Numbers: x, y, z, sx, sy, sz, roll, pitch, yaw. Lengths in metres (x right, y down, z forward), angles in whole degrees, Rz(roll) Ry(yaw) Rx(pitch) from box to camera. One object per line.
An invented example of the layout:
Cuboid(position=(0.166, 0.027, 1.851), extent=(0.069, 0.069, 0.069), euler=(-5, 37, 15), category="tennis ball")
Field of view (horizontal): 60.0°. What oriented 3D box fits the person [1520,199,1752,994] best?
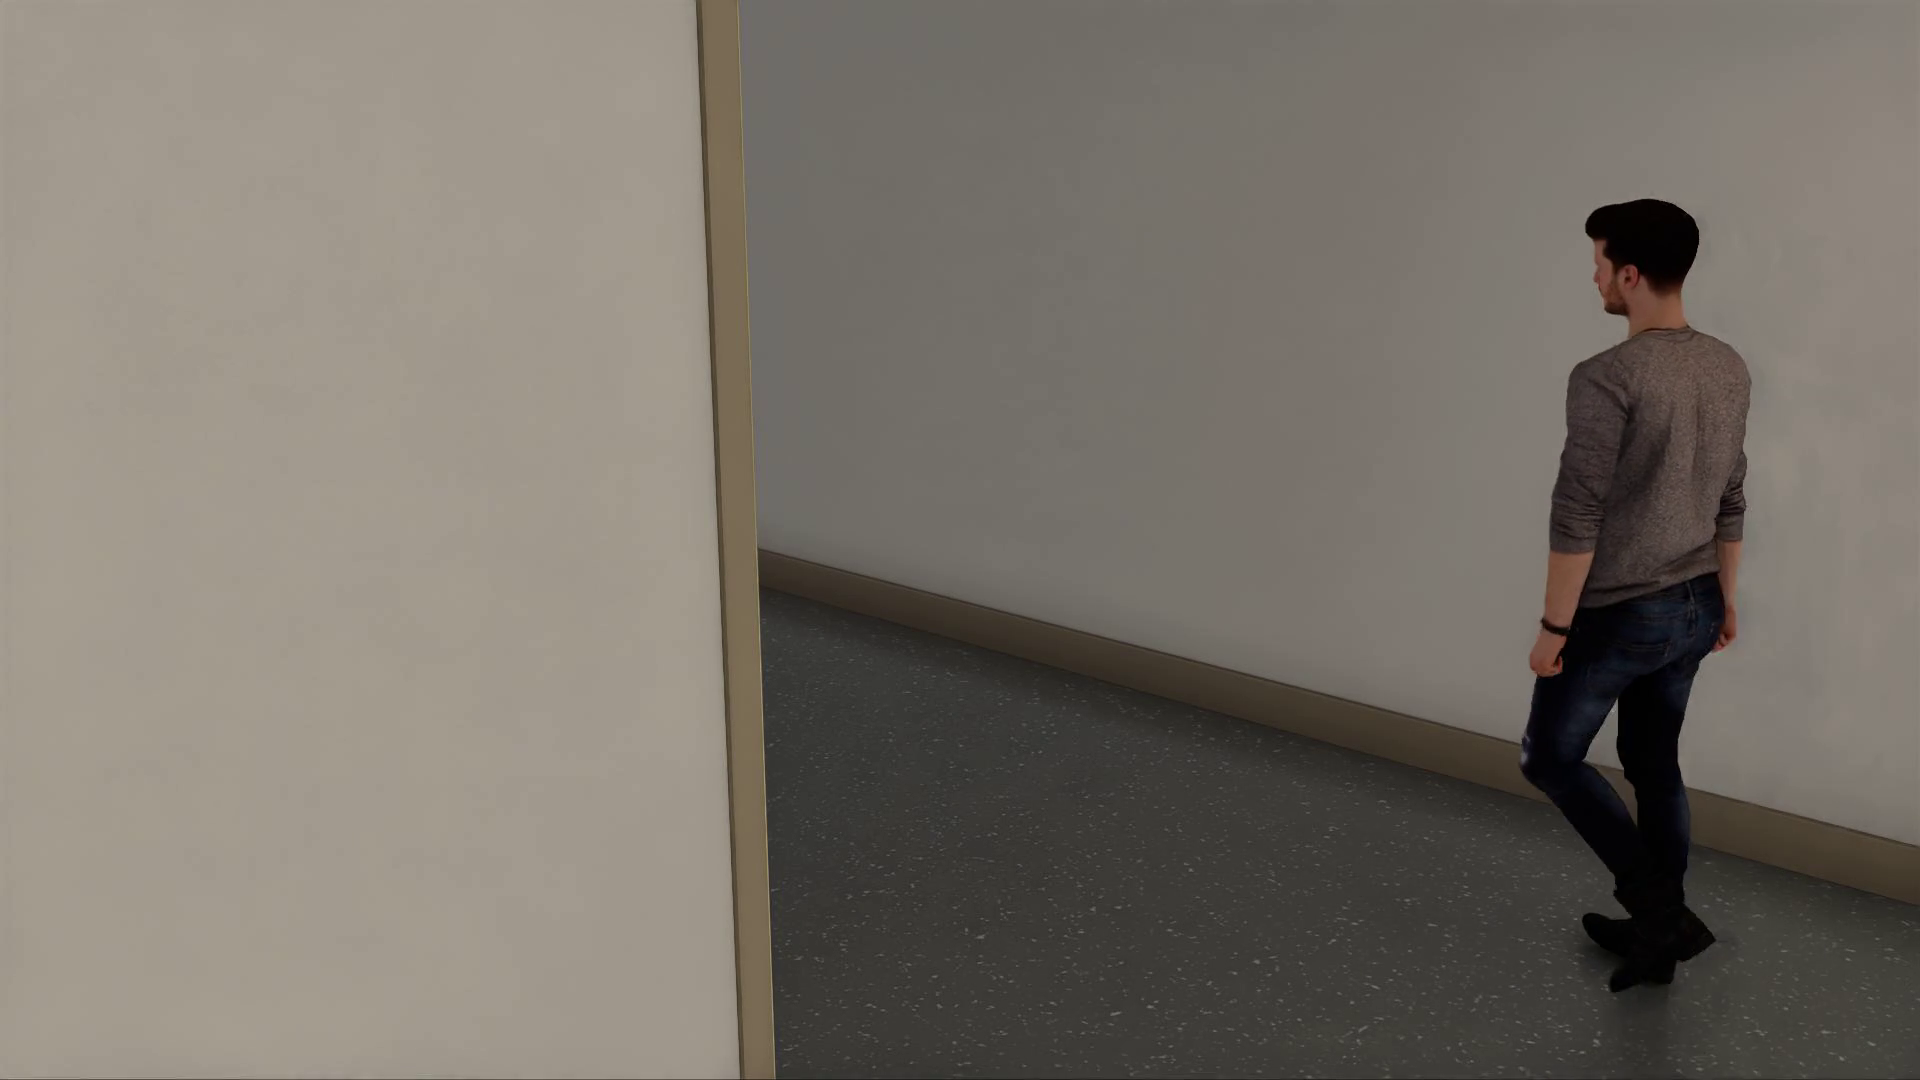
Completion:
Cuboid(position=(1.593, 0.198, 3.792), extent=(0.885, 1.886, 0.985), euler=(-6, 17, -21), category="person")
